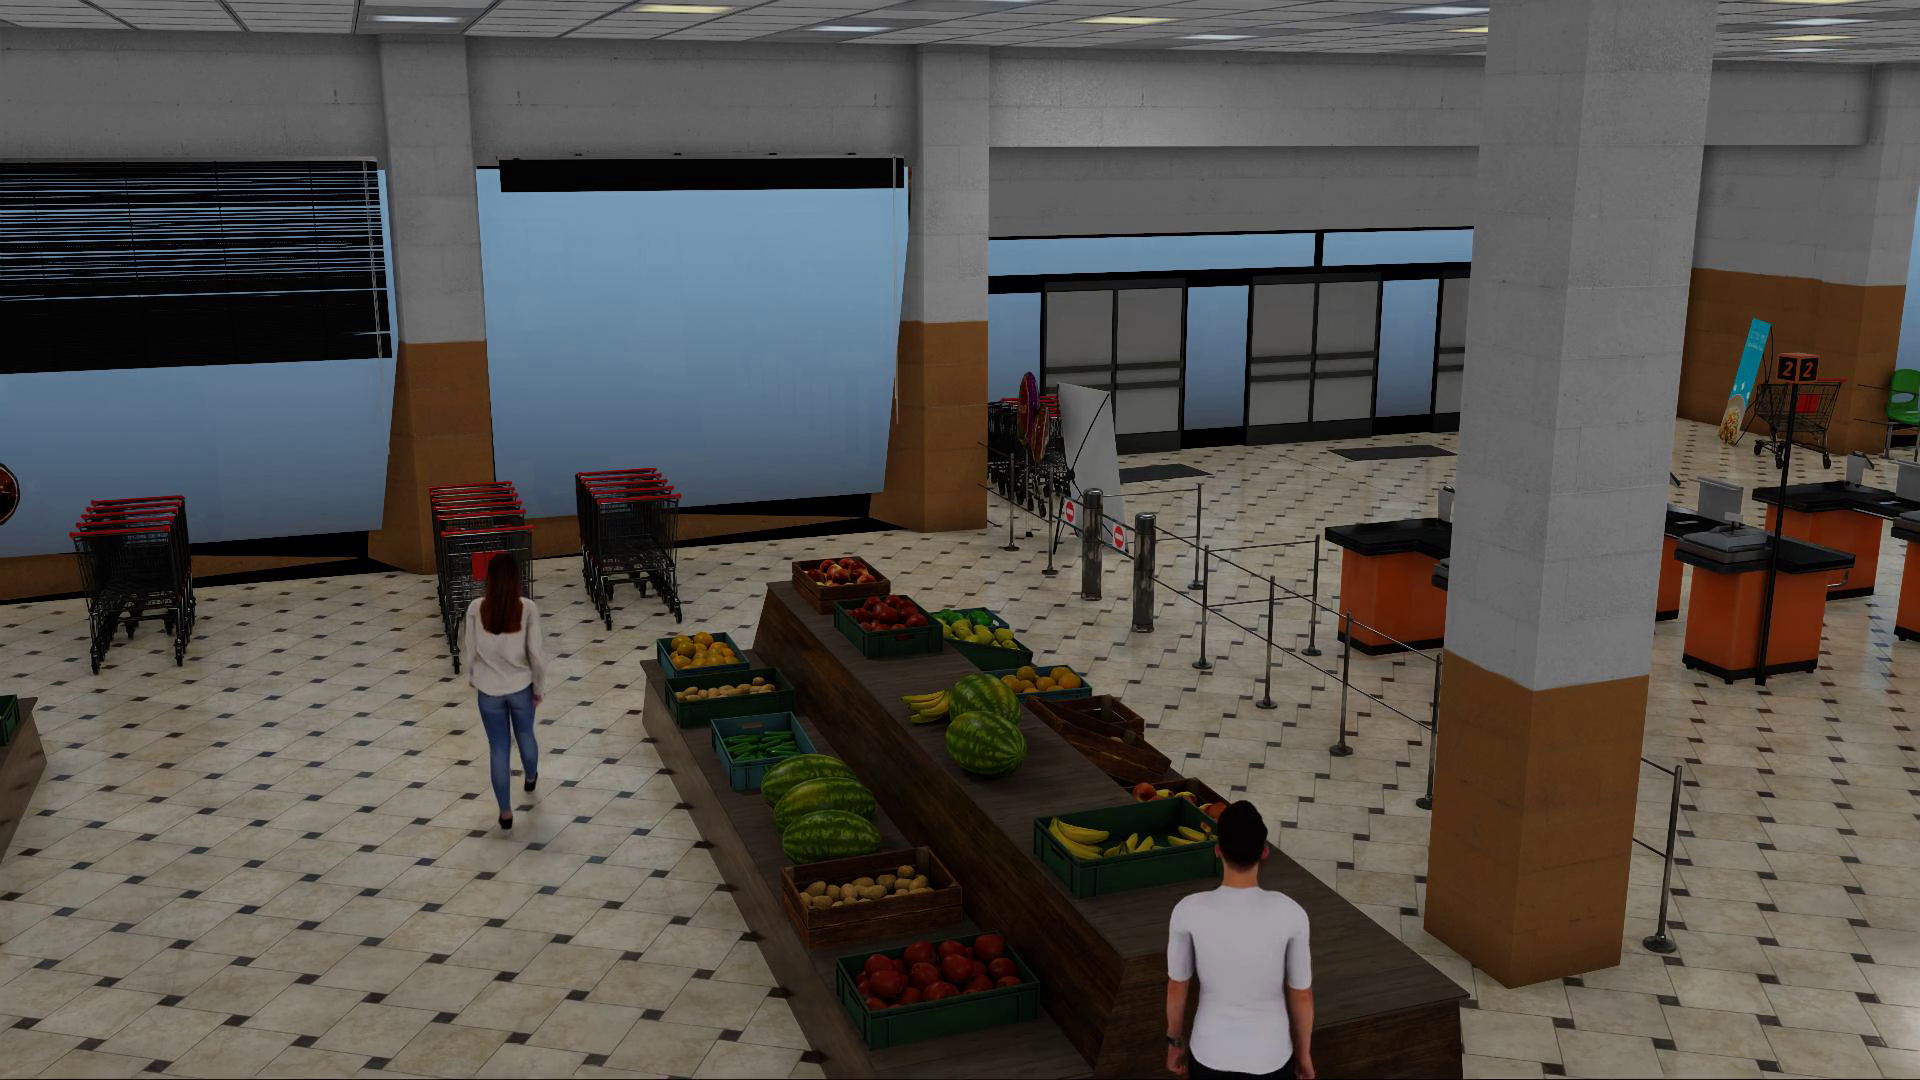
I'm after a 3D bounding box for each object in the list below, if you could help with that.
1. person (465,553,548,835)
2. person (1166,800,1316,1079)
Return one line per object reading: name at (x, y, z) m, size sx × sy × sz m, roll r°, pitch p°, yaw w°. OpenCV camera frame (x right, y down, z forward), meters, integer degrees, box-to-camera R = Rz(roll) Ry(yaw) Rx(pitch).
person at (-2.729, 0.947, 9.992) m, size 0.737 × 1.649 × 1.087 m, roll -3°, pitch 14°, yaw -12°
person at (1.021, 1.828, 5.934) m, size 0.813 × 1.851 × 0.832 m, roll 3°, pitch 14°, yaw 11°
